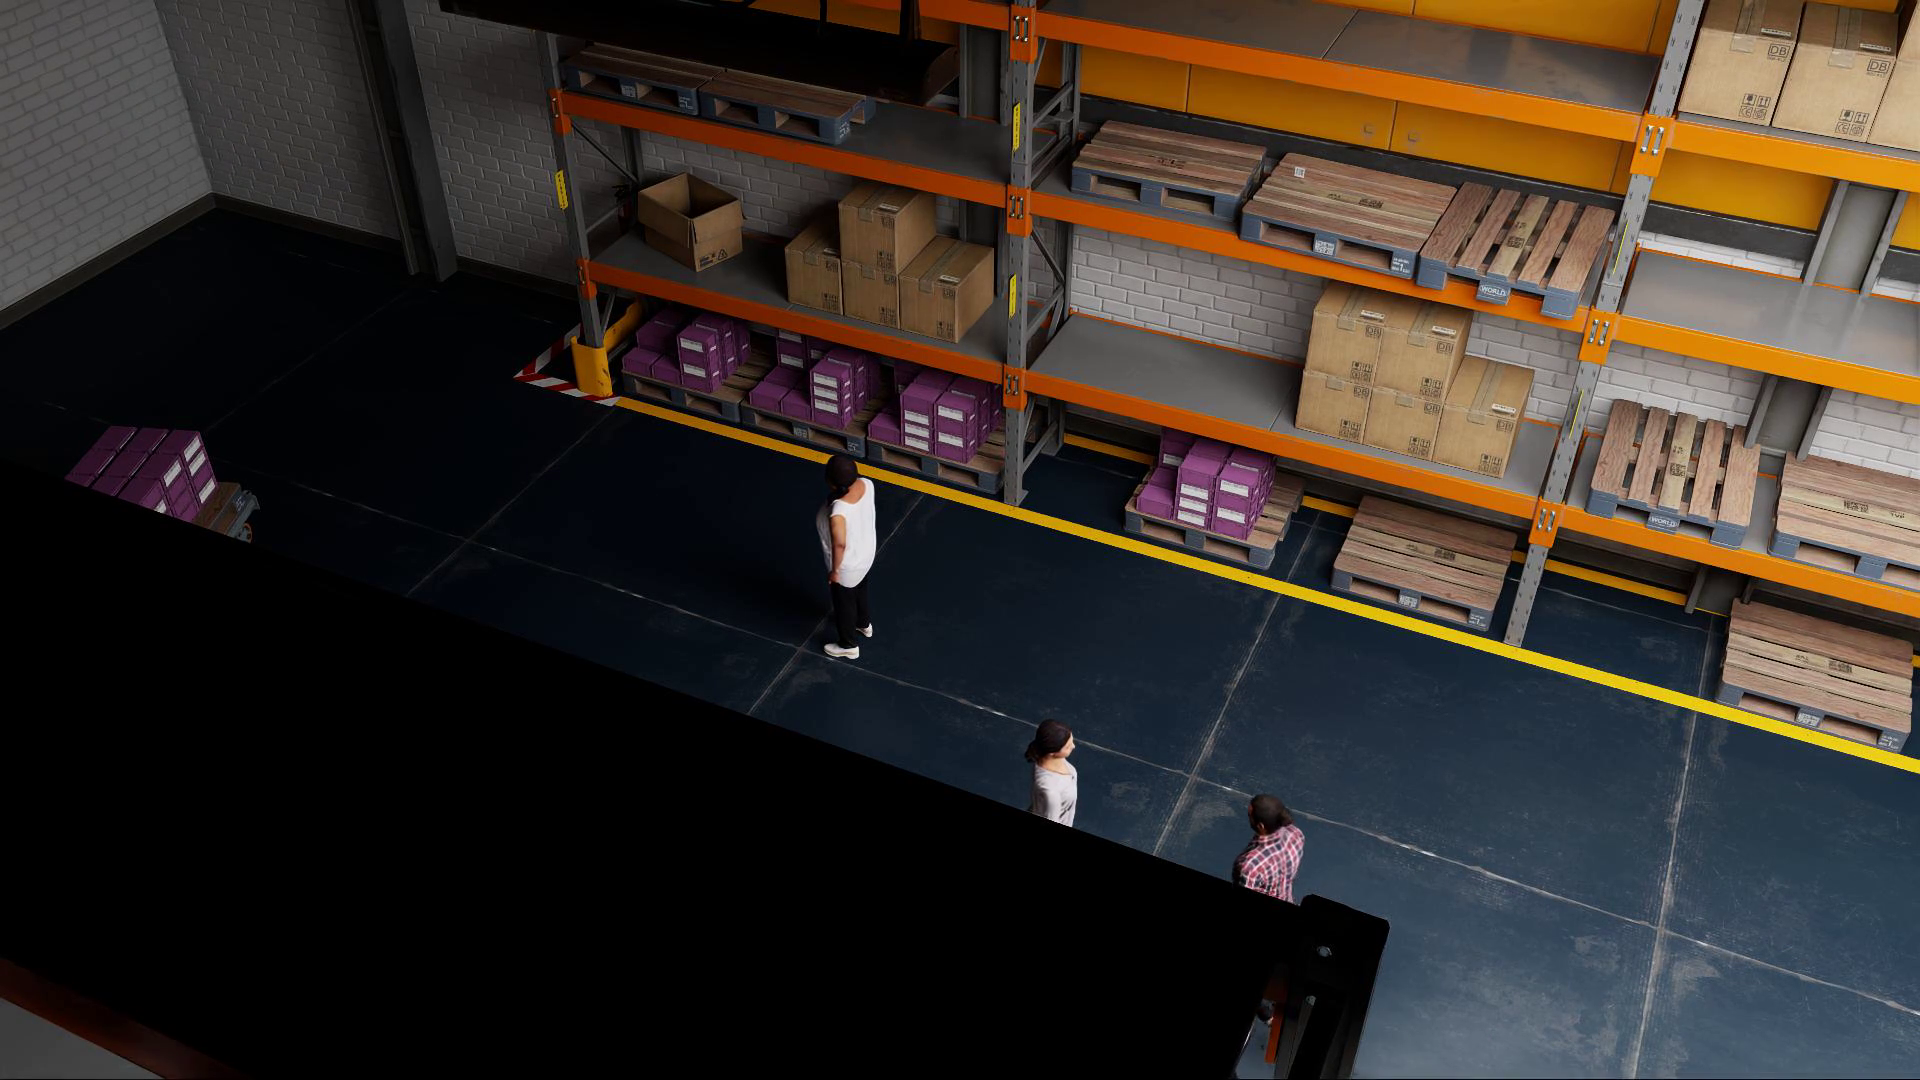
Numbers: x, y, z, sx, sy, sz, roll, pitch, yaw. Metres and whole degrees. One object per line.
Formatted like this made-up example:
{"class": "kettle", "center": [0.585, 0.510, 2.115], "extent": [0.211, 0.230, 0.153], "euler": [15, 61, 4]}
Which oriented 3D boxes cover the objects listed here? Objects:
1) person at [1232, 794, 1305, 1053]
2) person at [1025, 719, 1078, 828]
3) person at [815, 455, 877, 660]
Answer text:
{"class": "person", "center": [1.686, 2.116, 9.078], "extent": [0.958, 1.743, 0.877], "euler": [26, 46, 29]}
{"class": "person", "center": [0.495, 1.690, 9.588], "extent": [0.659, 1.772, 0.661], "euler": [0, 39, 0]}
{"class": "person", "center": [-0.799, 0.093, 11.655], "extent": [0.583, 1.688, 0.638], "euler": [16, 41, 19]}
